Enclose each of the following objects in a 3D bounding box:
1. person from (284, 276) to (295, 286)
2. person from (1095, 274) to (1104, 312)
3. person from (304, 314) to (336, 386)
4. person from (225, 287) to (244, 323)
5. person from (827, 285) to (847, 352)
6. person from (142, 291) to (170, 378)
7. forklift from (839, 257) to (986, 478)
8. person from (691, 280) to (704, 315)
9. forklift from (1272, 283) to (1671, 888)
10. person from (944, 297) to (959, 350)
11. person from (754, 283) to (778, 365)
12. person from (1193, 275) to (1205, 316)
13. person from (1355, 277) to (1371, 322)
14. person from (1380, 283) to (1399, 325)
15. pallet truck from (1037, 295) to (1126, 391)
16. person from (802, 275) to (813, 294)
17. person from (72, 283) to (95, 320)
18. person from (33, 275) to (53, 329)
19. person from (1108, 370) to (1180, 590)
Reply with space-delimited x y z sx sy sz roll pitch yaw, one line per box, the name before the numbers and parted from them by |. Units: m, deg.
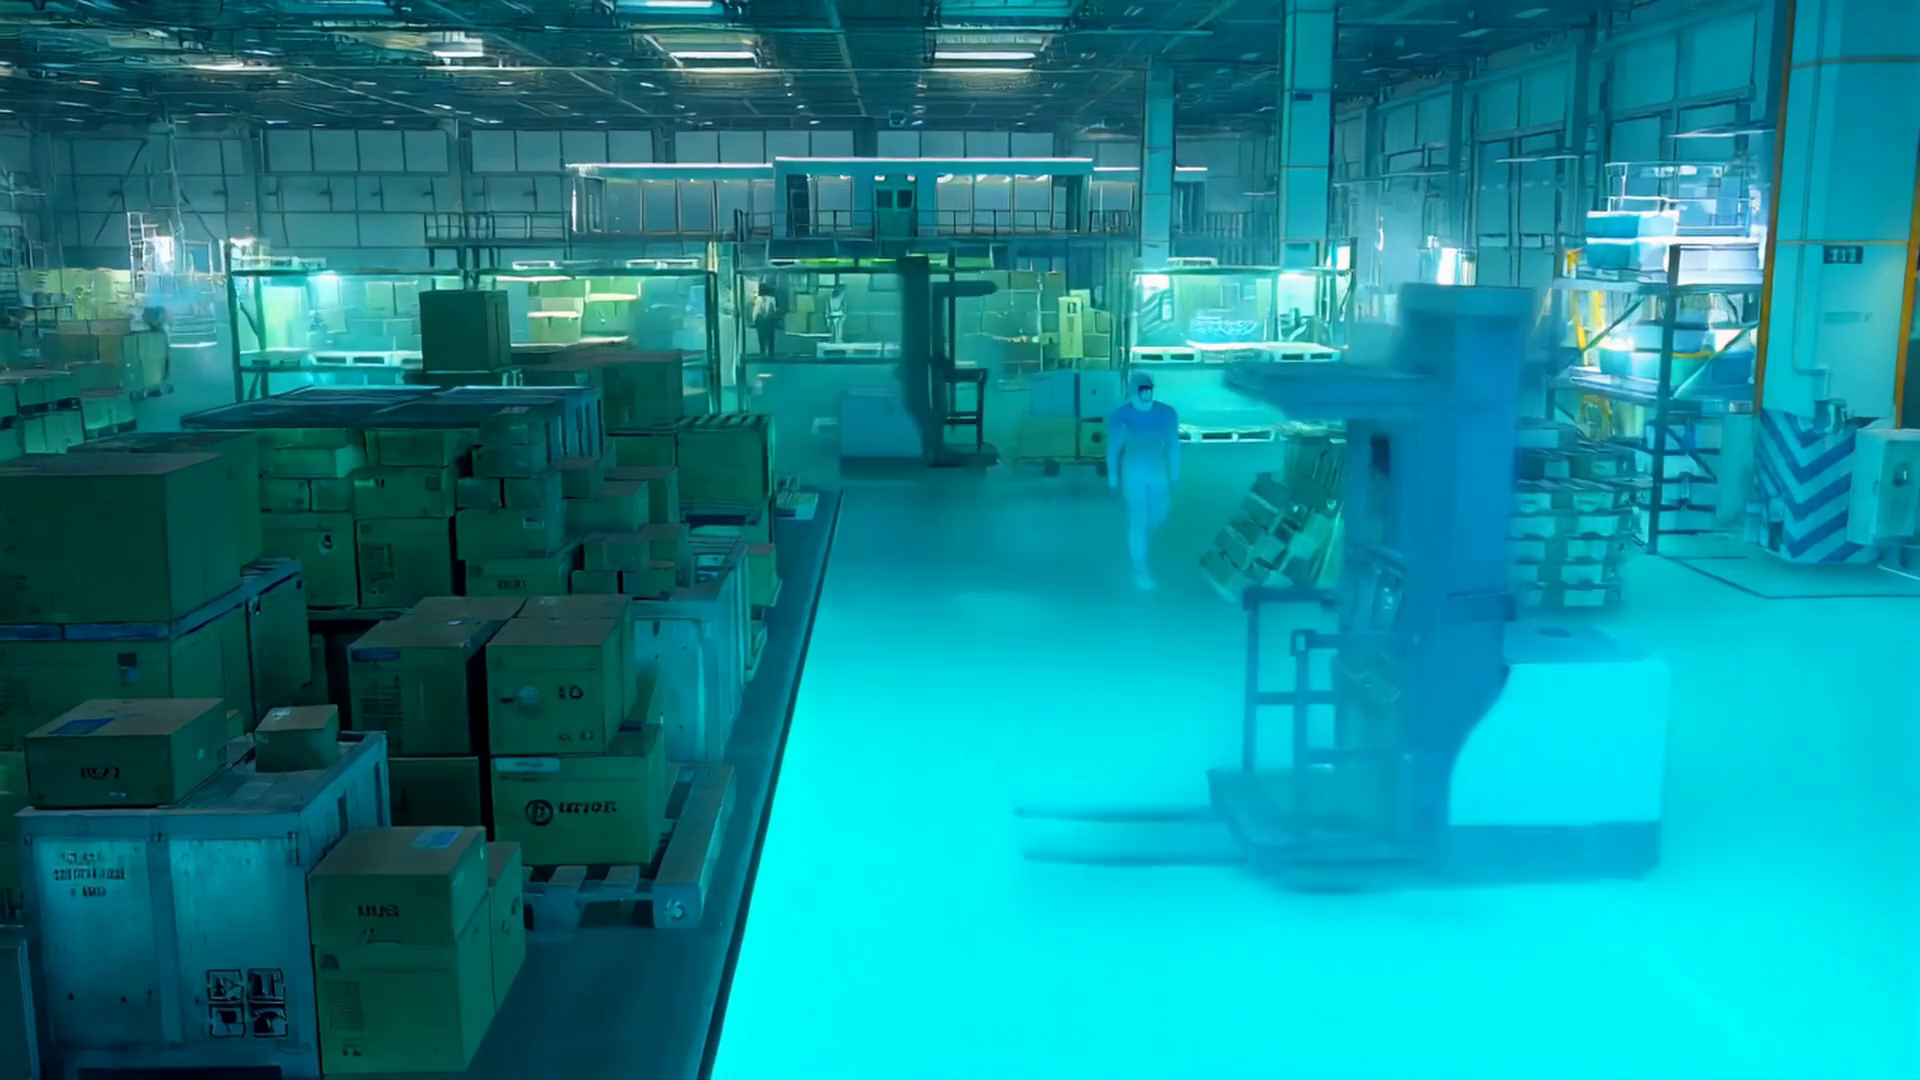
person | -28.001 -10.293 69.490 0.484 1.744 0.297 -10 14 -44
person | 4.929 -8.270 57.772 0.456 1.911 0.620 -6 12 -31
person | -10.632 -2.848 27.751 0.867 1.832 0.542 0 10 -1
person | -18.481 -5.541 42.556 0.548 1.920 0.621 2 10 11
person | -3.344 -5.912 44.737 0.615 1.863 0.674 3 10 14
person | -17.912 -4.541 36.895 0.620 1.928 0.887 2 10 8
forklift | -0.601 -2.240 21.460 1.873 2.768 1.129 0 10 1
person | -8.326 -7.321 52.713 0.580 1.837 1.001 -9 14 -42
forklift | 2.384 0.159 8.097 1.873 2.768 1.129 -1 10 -3
person | -0.387 -6.198 46.242 0.987 1.896 0.654 -7 12 -33
person | -4.832 -5.325 40.983 0.536 2.000 0.672 7 12 35
person | 9.277 -9.460 64.564 0.506 1.846 0.345 6 12 31
person | 13.696 -7.995 56.417 0.626 1.843 0.430 7 12 32
person | 12.458 -6.525 48.232 0.549 1.836 0.782 4 11 23
pallet truck | 2.483 -3.881 33.060 1.885 1.965 0.823 -7 13 -36
person | -5.296 -8.324 58.152 1.011 1.887 0.550 -3 11 -19
person | -26.257 -6.800 49.842 0.594 1.819 0.416 -3 11 -15
person | -31.816 -8.241 57.658 0.980 1.898 0.546 1 10 4
person | 1.604 -0.548 14.712 0.647 1.924 0.657 -2 10 -11
